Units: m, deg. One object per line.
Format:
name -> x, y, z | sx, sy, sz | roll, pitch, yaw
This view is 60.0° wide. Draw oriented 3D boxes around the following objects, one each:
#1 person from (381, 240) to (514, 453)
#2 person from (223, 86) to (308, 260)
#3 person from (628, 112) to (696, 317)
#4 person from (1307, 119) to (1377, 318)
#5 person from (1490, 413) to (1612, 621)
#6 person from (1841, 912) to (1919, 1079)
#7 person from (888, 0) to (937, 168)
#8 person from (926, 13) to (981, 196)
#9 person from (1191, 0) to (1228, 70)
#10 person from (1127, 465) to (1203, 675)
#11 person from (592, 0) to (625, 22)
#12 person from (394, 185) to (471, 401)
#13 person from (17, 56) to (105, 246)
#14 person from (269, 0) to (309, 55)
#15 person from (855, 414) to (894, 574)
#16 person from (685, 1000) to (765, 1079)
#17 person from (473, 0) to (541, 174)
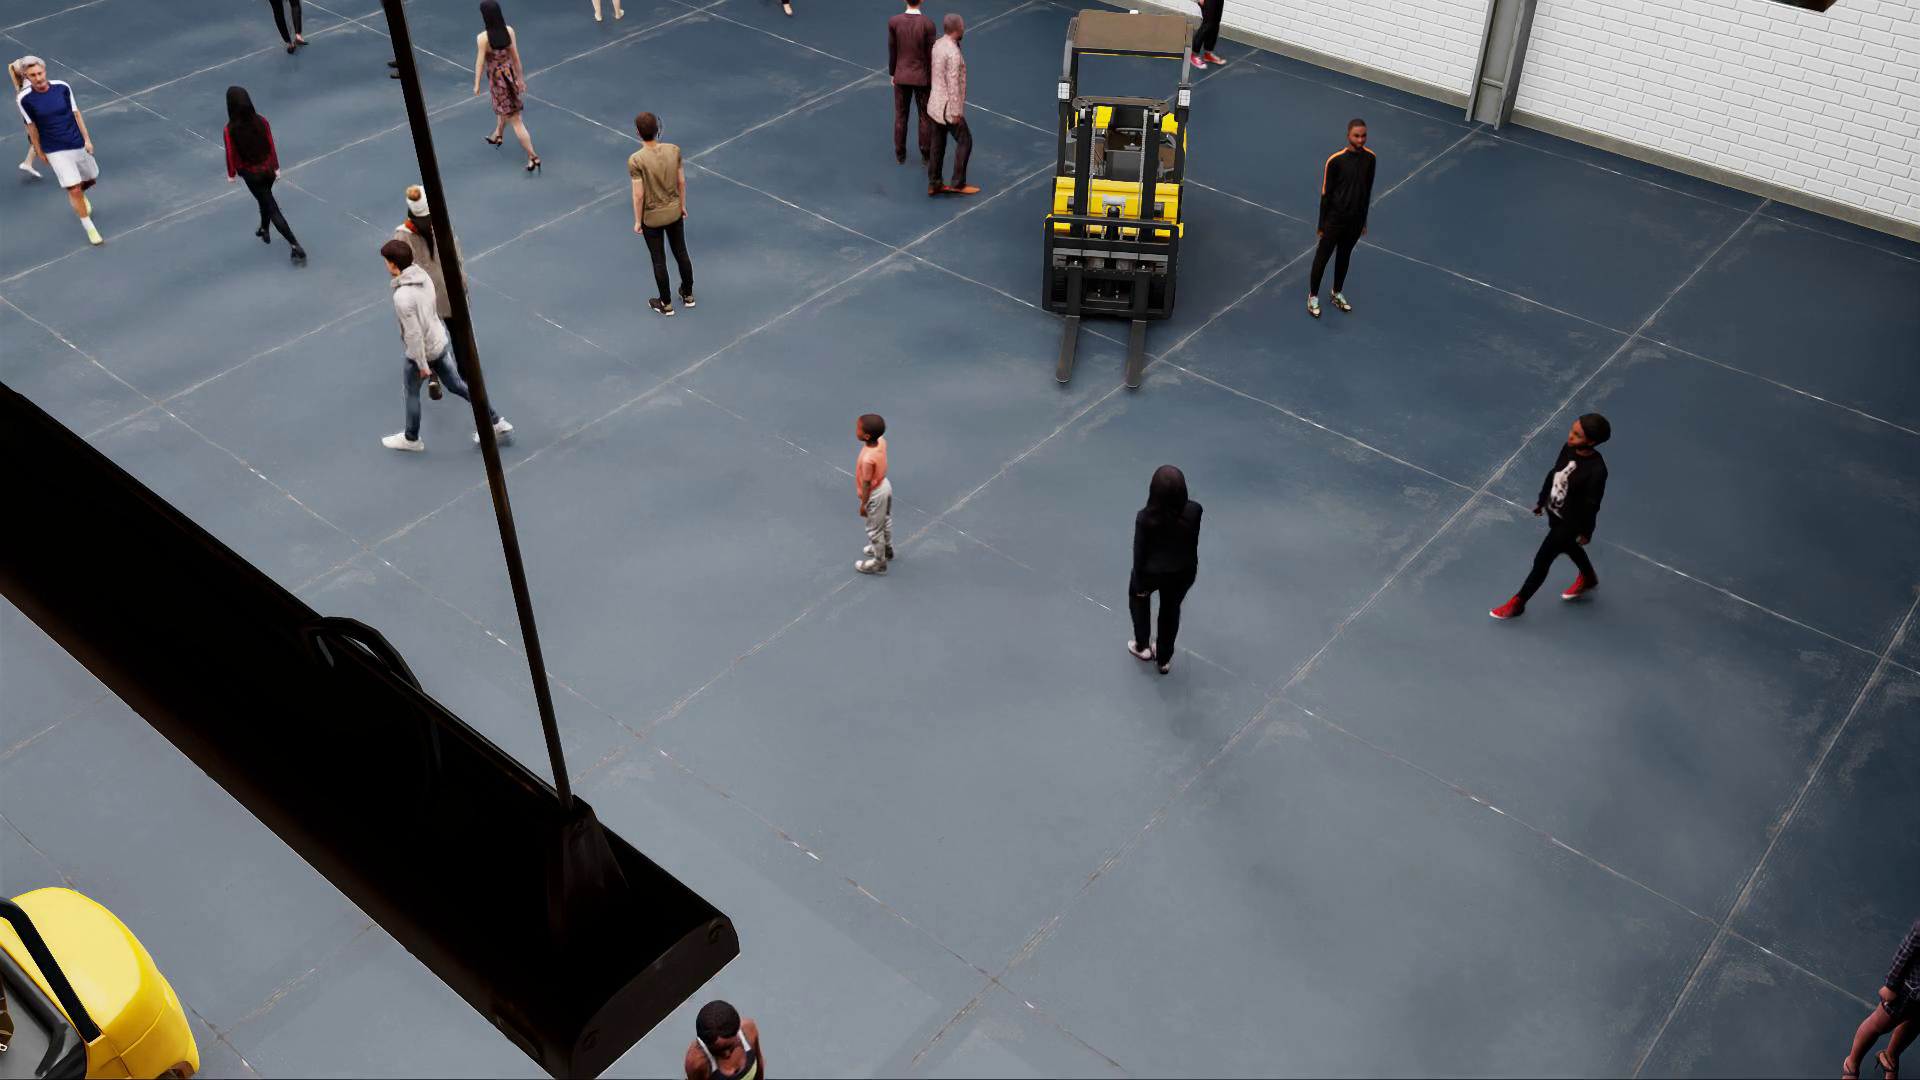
person -> -3.999, -1.461, 12.822 | 1.318, 1.812, 1.153 | 1, 39, 1
person -> -6.400, -3.323, 15.312 | 1.053, 1.613, 0.632 | 25, 45, 28
person -> -2.610, -2.850, 14.531 | 0.712, 1.849, 0.638 | -25, 45, -28
person -> 3.345, -2.833, 14.543 | 0.699, 1.808, 0.731 | -8, 39, -10
person -> 4.211, -0.170, 11.344 | 1.084, 1.638, 1.126 | -9, 40, -11
person -> 4.826, 2.209, 8.318 | 0.698, 1.698, 0.753 | -4, 39, -5
person -> -0.472, -4.696, 16.834 | 0.689, 1.860, 0.820 | 8, 39, 10
person -> -0.209, -4.231, 16.317 | 0.916, 1.779, 0.827 | -12, 40, -15
person -> 2.821, -6.269, 18.889 | 0.647, 1.754, 0.691 | 24, 44, 27
person -> 1.365, 0.248, 10.849 | 0.769, 1.604, 0.811 | -8, 39, -10
person -> -4.343, -7.078, 19.991 | 0.612, 1.643, 0.660 | -5, 39, -6
person -> -4.246, -1.966, 13.403 | 1.007, 1.875, 1.078 | -5, 39, -6
person -> -8.445, -3.720, 15.649 | 0.683, 1.814, 1.068 | -31, 48, -33
person -> -7.878, -6.424, 19.116 | 0.676, 1.713, 0.722 | -6, 39, -8
person -> -0.595, -0.345, 11.828 | 0.550, 1.308, 0.527 | 14, 41, 16
person -> -1.137, 2.622, 7.780 | 0.746, 1.725, 1.017 | -22, 44, -25
person -> -4.517, -4.505, 16.704 | 1.148, 1.724, 0.667 | 24, 45, 27
